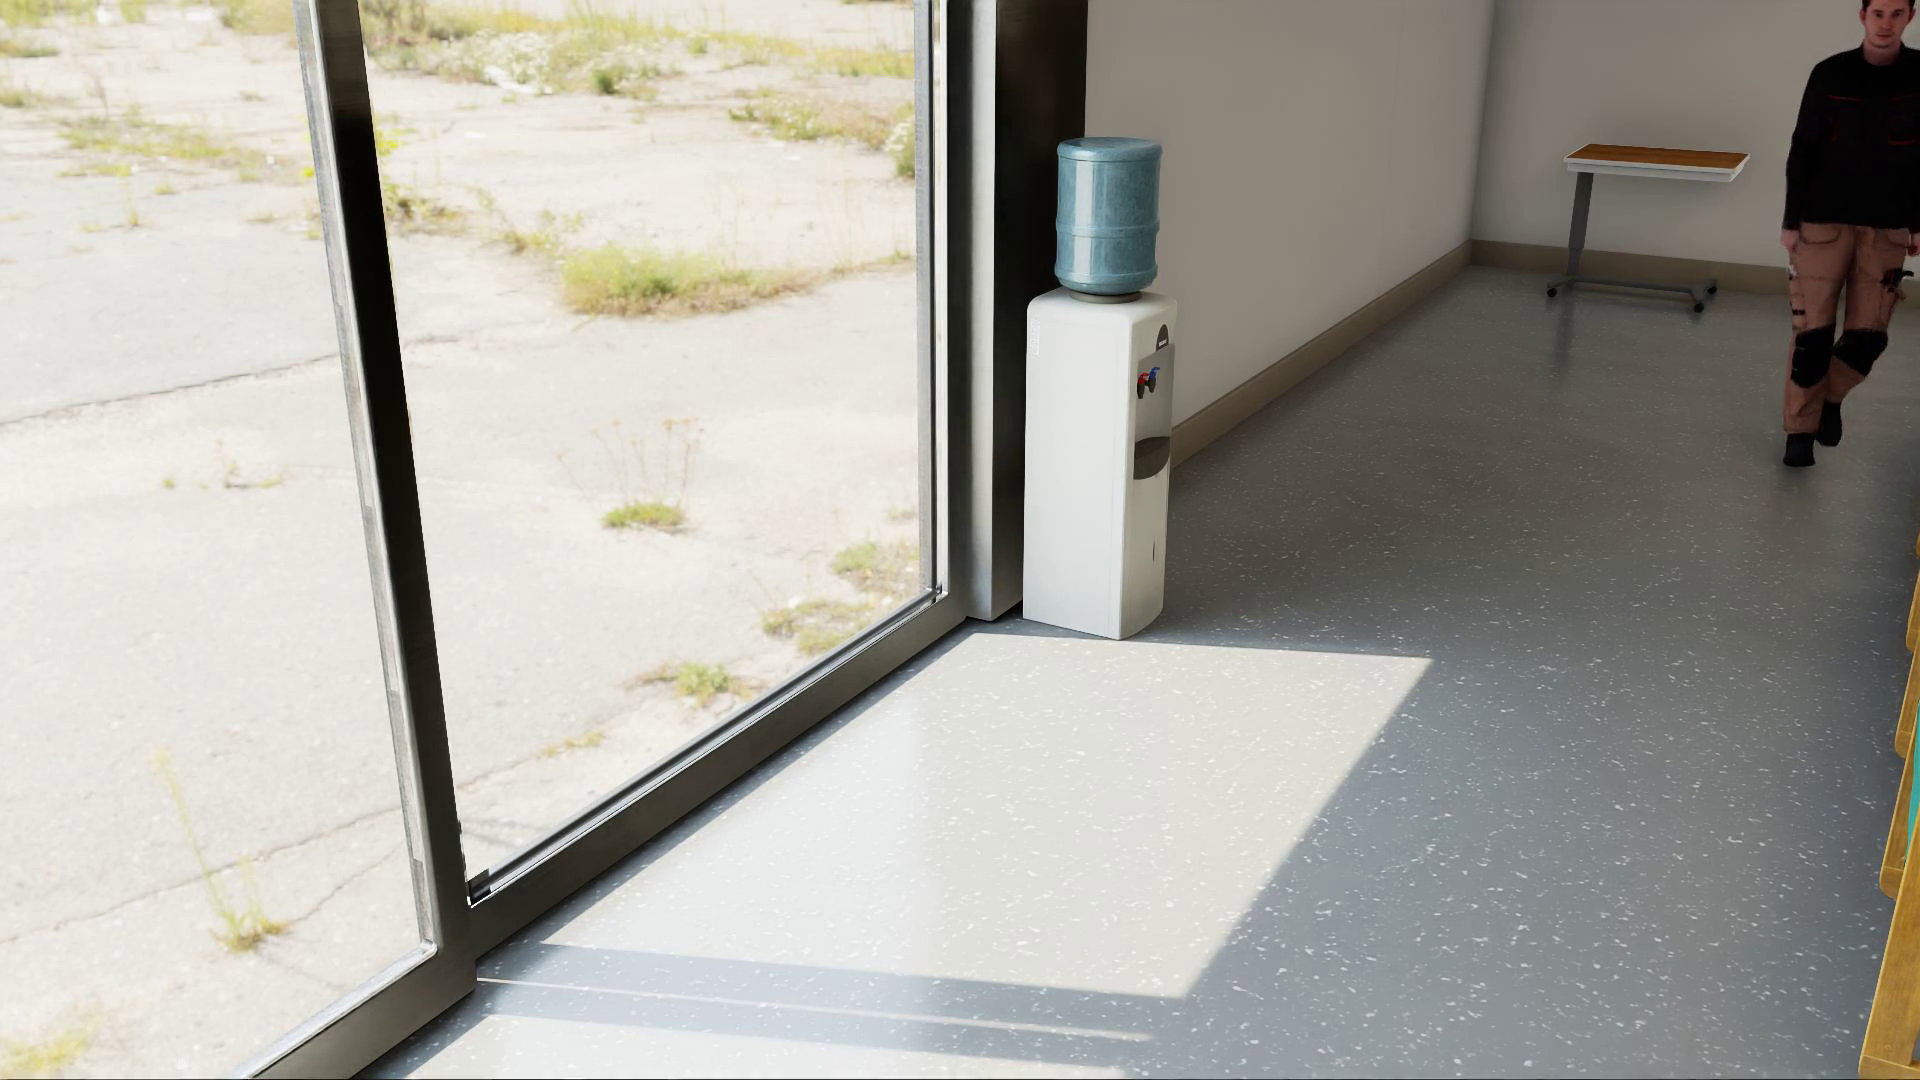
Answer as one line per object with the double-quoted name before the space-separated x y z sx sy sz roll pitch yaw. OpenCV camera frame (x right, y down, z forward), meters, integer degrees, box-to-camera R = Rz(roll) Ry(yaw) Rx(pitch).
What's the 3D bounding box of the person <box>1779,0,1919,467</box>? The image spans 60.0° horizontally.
"person" 3.515 -1.232 6.572 0.739 1.893 0.808 8 22 21
